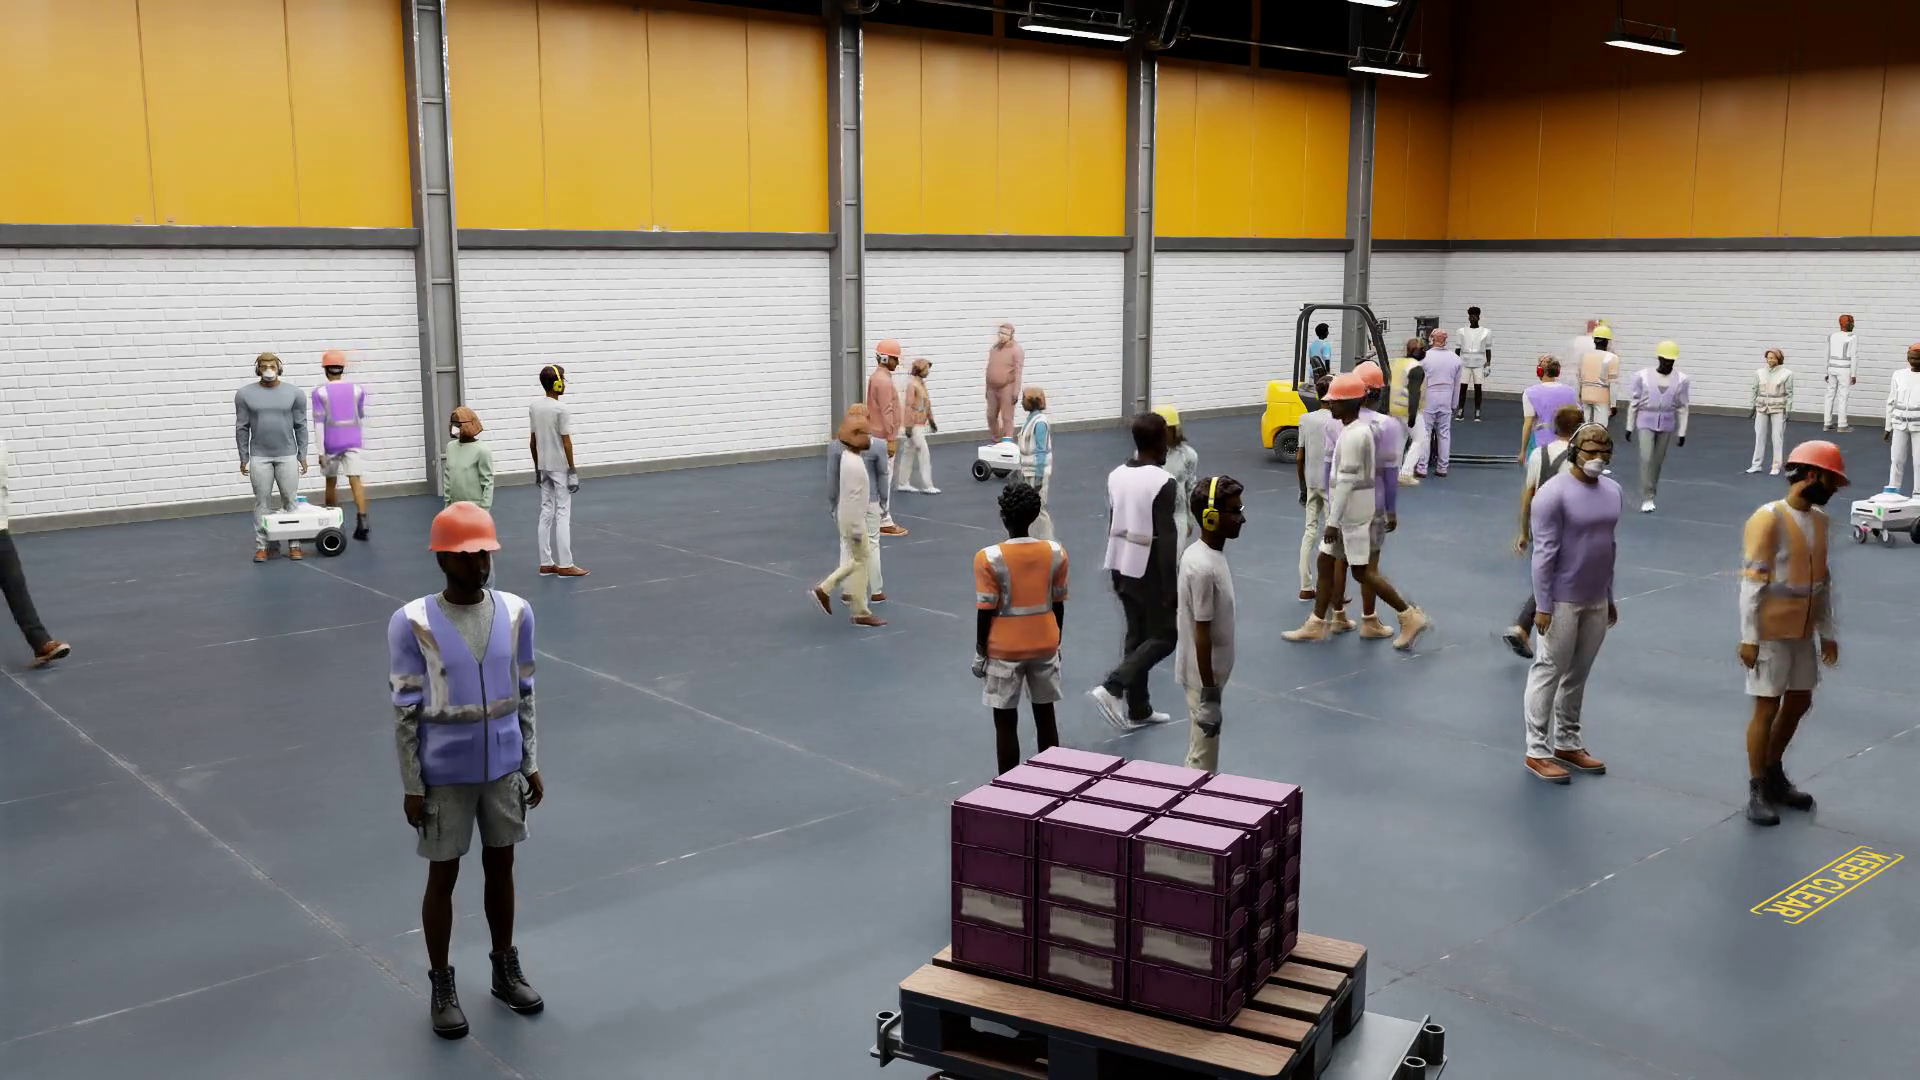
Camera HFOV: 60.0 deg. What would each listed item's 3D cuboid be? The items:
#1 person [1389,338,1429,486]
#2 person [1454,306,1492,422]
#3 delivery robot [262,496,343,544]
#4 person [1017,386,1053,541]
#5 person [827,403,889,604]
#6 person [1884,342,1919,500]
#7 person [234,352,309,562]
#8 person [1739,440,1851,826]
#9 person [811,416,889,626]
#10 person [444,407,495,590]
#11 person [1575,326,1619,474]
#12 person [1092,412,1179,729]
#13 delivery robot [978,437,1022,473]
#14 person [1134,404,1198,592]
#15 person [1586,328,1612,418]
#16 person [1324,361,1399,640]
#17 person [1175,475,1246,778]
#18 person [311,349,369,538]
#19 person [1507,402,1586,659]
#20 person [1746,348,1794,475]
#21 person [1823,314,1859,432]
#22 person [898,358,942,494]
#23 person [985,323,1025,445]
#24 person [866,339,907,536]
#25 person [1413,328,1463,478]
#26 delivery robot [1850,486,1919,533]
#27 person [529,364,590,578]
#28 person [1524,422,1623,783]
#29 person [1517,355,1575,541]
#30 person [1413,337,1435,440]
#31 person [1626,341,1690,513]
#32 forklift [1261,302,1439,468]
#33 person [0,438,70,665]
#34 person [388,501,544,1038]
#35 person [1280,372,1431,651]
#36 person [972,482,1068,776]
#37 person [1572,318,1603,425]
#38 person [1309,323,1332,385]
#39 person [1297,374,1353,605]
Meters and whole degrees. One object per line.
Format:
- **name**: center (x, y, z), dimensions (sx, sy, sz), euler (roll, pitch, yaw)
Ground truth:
- **person**: center (5.491, -1.553, 20.324), dimensions (0.468, 1.822, 0.664), euler (-2, 10, -12)
- **person**: center (8.731, -2.996, 28.342), dimensions (0.613, 1.963, 0.361), euler (4, 10, 22)
- **delivery robot**: center (-6.195, -0.171, 15.657), dimensions (0.707, 0.478, 0.477), euler (-4, 11, -24)
- **person**: center (0.690, -0.596, 15.258), dimensions (0.313, 1.639, 0.521), euler (-2, 10, -10)
- **person**: center (-0.824, -0.293, 13.486), dimensions (0.501, 1.633, 0.285), euler (1, 10, 5)
- **person**: center (10.389, -1.216, 18.158), dimensions (0.356, 1.887, 0.573), euler (-7, 12, -36)
- **person**: center (-6.342, -0.766, 15.371), dimensions (0.630, 1.940, 0.372), euler (-3, 10, -19)
- **person**: center (4.108, 0.457, 8.336), dimensions (0.598, 1.899, 0.413), euler (-4, 11, -25)
- **person**: center (-0.832, -0.137, 12.610), dimensions (0.501, 1.616, 0.521), euler (-1, 10, -6)
- **person**: center (-3.903, -0.243, 13.200), dimensions (0.500, 1.633, 0.283), euler (6, 11, 30)
- **person**: center (8.241, -1.806, 21.522), dimensions (0.397, 1.918, 0.587), euler (-7, 12, -36)
- **person**: center (1.036, 0.202, 9.783), dimensions (0.526, 1.908, 0.606), euler (-5, 11, -28)
- **delivery robot**: center (0.583, -1.047, 20.785), dimensions (0.707, 0.478, 0.477), euler (7, 12, 36)
- **person**: center (1.552, -0.187, 12.620), dimensions (0.482, 1.726, 0.578), euler (1, 10, 6)
- **person**: center (10.985, -2.947, 28.776), dimensions (0.533, 1.725, 0.924), euler (-3, 10, -18)
- **person**: center (2.963, -0.287, 12.246), dimensions (0.366, 2.048, 0.608), euler (-9, 13, -42)
- **person**: center (1.108, 0.641, 7.332), dimensions (0.317, 1.870, 0.531), euler (1, 10, 7)
- **person**: center (-6.204, -0.969, 16.693), dimensions (0.538, 1.901, 0.987), euler (-6, 11, -32)
- **person**: center (4.075, -0.022, 11.341), dimensions (0.455, 1.827, 0.536), euler (-6, 11, -30)
- **person**: center (10.455, -1.653, 21.446), dimensions (0.310, 1.636, 0.523), euler (-8, 12, -38)
- **person**: center (14.125, -2.669, 26.675), dimensions (0.361, 1.882, 0.575), euler (-4, 10, -22)
- **person**: center (-0.441, -1.343, 19.658), dimensions (0.687, 1.609, 0.542), euler (2, 10, 12)
- **person**: center (0.602, -2.113, 23.459), dimensions (0.689, 1.880, 0.422), euler (9, 13, 43)
- **person**: center (-0.749, -1.037, 16.821), dimensions (0.393, 1.985, 0.610), euler (-3, 10, -15)
- **person**: center (6.047, -1.740, 21.203), dimensions (0.647, 1.901, 0.402), euler (-2, 10, -11)
- **delivery robot**: center (9.104, -0.284, 16.319), dimensions (0.707, 0.478, 0.477), euler (-5, 11, -25)
- **person**: center (-3.549, -0.603, 14.610), dimensions (0.521, 1.873, 0.328), euler (7, 12, 34)
- **person**: center (3.321, 0.327, 8.979), dimensions (0.628, 1.936, 0.375), euler (-6, 11, -31)
- **person**: center (5.781, -0.896, 16.401), dimensions (0.564, 1.846, 0.391), euler (-3, 10, -15)
- **person**: center (7.161, -2.466, 25.602), dimensions (0.429, 1.845, 0.621), euler (-3, 10, -19)
- **person**: center (7.684, -1.238, 18.280), dimensions (0.601, 1.880, 0.859), euler (2, 10, 9)
- **forklift**: center (5.320, -2.157, 22.763), dimensions (2.313, 2.155, 1.214), euler (3, 10, 16)
- **person**: center (-6.571, -0.071, 11.242), dimensions (0.927, 1.951, 0.620), euler (4, 11, 24)
- **person**: center (-1.779, 0.820, 6.075), dimensions (0.544, 1.943, 0.347), euler (-8, 12, -39)
- **person**: center (2.877, -0.199, 11.895), dimensions (1.005, 2.006, 0.608), euler (2, 10, 13)
- **person**: center (0.299, 0.554, 8.347), dimensions (0.537, 1.695, 0.321), euler (-5, 11, -26)
- **person**: center (9.490, -2.401, 25.118), dimensions (0.483, 1.888, 0.642), euler (-3, 10, -15)
- **person**: center (6.044, -2.787, 27.903), dimensions (0.321, 1.697, 0.530), euler (-4, 10, -22)
- **person**: center (2.962, -0.408, 13.477), dimensions (0.326, 1.872, 0.518), euler (-9, 13, -43)
